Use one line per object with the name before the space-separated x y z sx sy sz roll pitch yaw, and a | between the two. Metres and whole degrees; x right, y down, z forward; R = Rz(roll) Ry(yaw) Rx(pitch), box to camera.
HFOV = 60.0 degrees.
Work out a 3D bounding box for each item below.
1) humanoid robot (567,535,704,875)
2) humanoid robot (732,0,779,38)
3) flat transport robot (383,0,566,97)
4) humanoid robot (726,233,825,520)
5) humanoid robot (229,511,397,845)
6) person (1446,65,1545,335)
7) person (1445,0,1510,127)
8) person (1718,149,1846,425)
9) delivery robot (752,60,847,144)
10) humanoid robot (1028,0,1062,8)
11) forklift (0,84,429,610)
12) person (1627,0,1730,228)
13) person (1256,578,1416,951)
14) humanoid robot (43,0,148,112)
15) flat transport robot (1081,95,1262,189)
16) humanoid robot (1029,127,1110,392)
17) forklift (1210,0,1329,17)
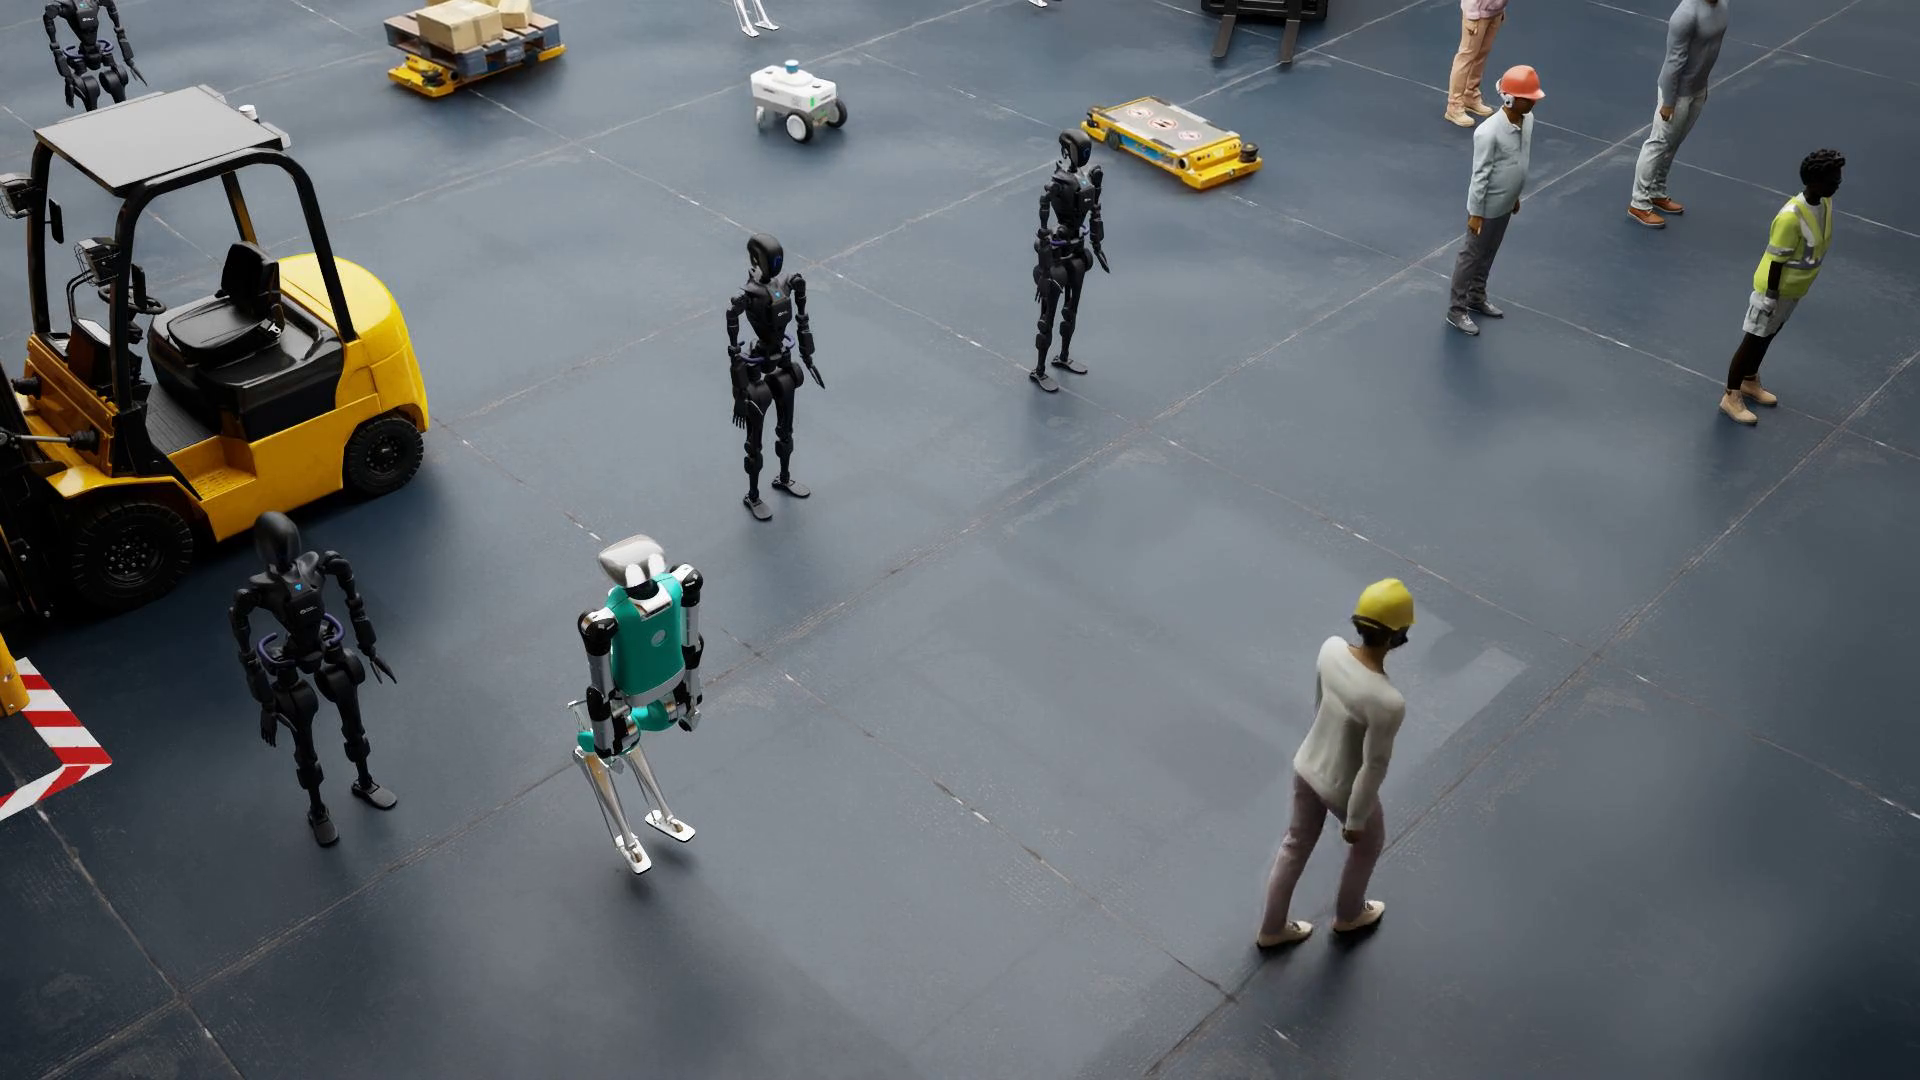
humanoid robot | -1.392 0.612 6.839 0.533 1.677 0.735 -31 47 -34
humanoid robot | -1.902 -5.403 14.891 0.533 1.677 0.735 -31 47 -34
flat transport robot | -4.278 -4.282 14.729 0.659 0.231 1.431 27 45 32
humanoid robot | -1.018 -0.904 9.016 0.599 1.659 0.315 -31 47 -34
humanoid robot | -2.728 0.562 7.055 0.599 1.659 0.315 -31 47 -34
person | 3.445 -2.191 10.685 0.319 1.755 0.562 31 46 34
person | 4.229 -4.277 13.456 0.401 1.783 0.523 31 46 34
person | 4.861 -1.500 9.811 0.318 1.696 0.534 31 46 34
delivery robot | -1.341 -3.600 13.576 0.766 0.595 0.522 24 43 29
humanoid robot | 0.763 -5.880 15.529 0.533 1.677 0.735 -31 47 -34
forklift | -4.145 -1.093 8.856 2.313 2.155 1.214 -31 47 -34
person | 5.188 -3.214 11.906 0.373 1.940 0.629 31 46 34
person | 1.503 0.920 6.549 0.697 1.707 0.546 -17 40 -21
humanoid robot | -6.502 -3.544 12.551 0.599 1.659 0.315 -31 47 -34
flat transport robot | 1.674 -3.198 13.277 0.659 0.231 1.431 -24 43 -29
humanoid robot | 0.658 -1.720 10.111 0.599 1.657 0.315 -31 47 -34
forklift | 3.106 -6.400 15.960 1.214 2.155 2.313 8 37 10
